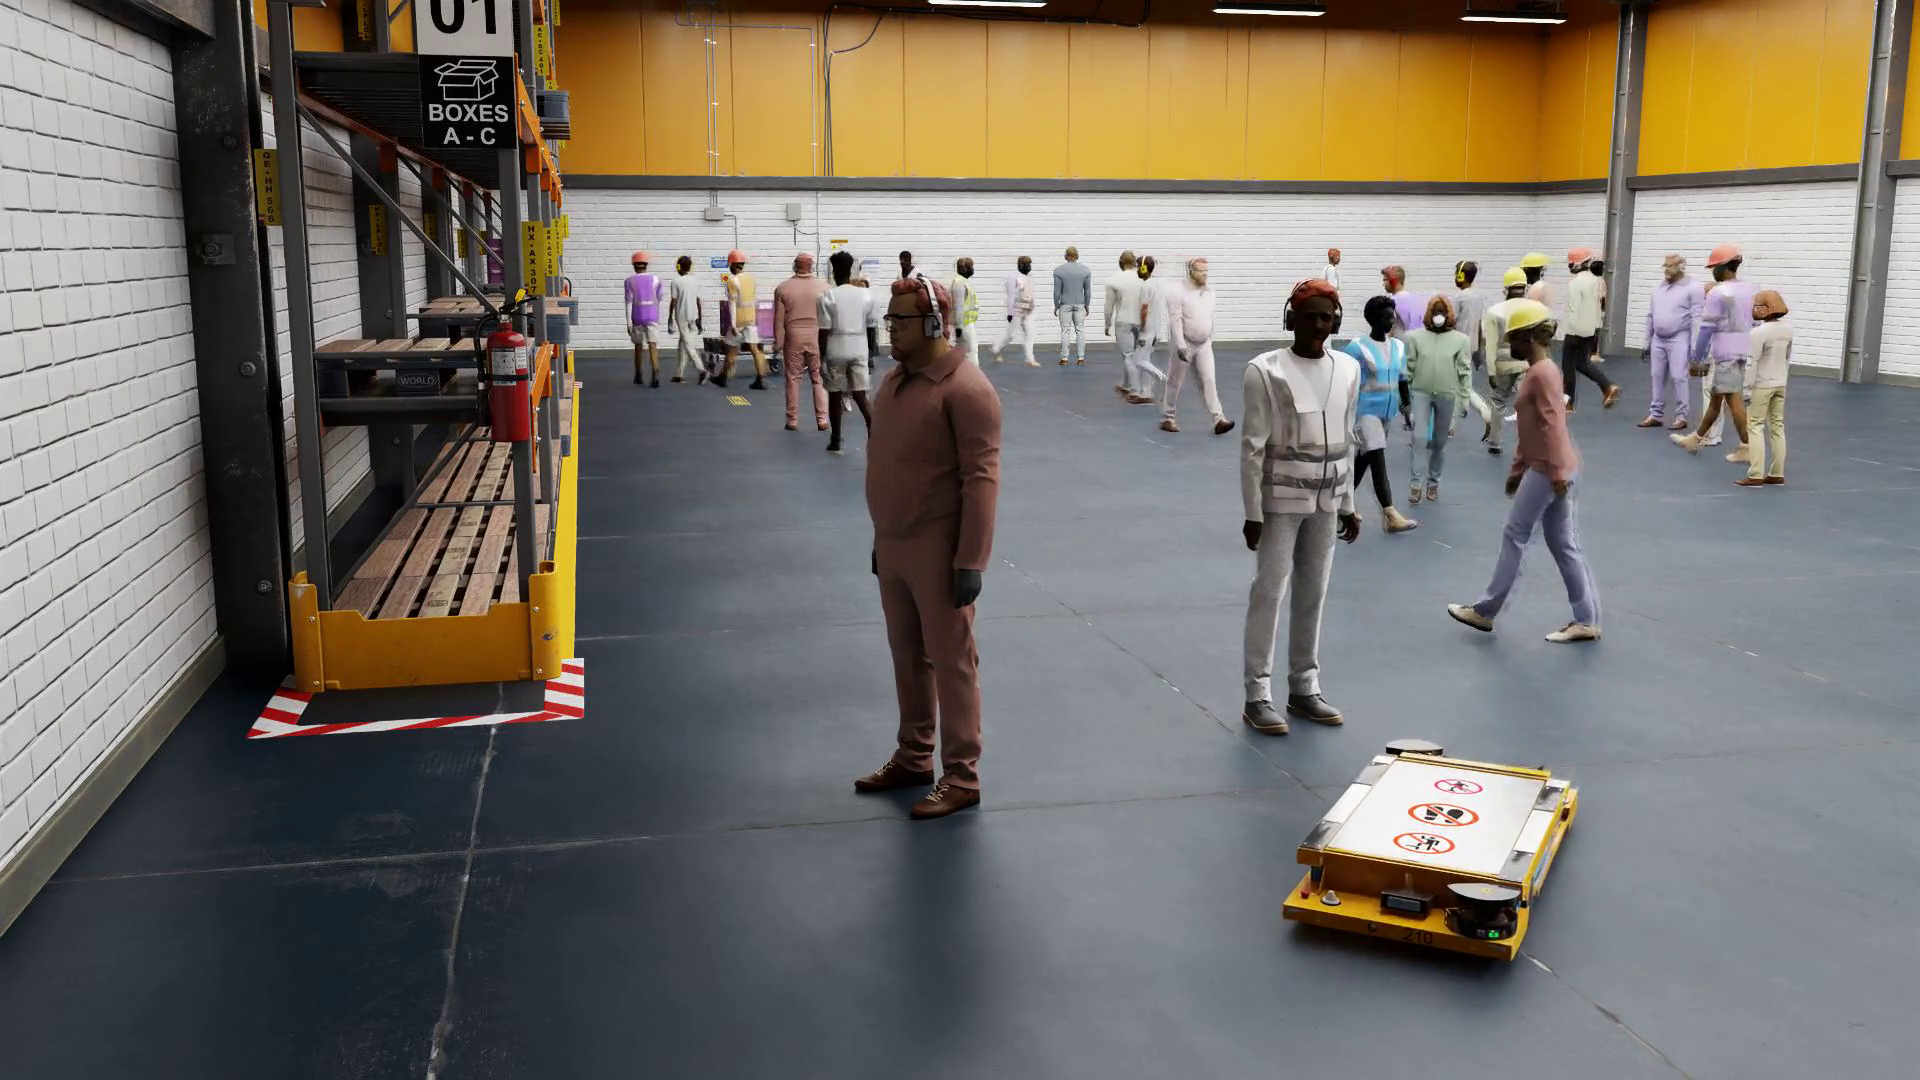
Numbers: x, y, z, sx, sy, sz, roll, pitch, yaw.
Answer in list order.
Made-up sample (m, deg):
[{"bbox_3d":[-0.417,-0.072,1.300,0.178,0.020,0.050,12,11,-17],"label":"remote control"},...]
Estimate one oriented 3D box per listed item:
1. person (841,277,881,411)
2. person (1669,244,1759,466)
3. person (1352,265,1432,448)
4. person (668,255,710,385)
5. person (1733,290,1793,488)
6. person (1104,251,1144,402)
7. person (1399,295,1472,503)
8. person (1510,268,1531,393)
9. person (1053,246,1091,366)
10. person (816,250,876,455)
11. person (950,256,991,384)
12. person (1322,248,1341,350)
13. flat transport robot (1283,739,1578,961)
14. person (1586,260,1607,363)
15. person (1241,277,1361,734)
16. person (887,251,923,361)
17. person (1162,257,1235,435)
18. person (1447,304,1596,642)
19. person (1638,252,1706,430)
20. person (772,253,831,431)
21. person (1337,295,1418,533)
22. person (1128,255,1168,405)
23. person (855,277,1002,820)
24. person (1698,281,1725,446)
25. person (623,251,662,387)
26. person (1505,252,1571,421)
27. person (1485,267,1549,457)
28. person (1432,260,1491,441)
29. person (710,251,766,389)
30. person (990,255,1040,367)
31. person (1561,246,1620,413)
[{"bbox_3d":[-1.208,-2.279,19.520,0.520,1.610,0.799,-9,13,-40],"label":"person"},{"bbox_3d":[6.953,-1.705,15.292,0.628,1.985,1.035,-6,12,-31],"label":"person"},{"bbox_3d":[4.286,-1.808,16.435,1.008,1.779,0.583,7,12,34],"label":"person"},{"bbox_3d":[-3.857,-3.105,23.562,0.942,1.838,0.532,8,13,39],"label":"person"},{"bbox_3d":[6.656,-1.241,13.745,0.506,1.628,0.277,-5,11,-26],"label":"person"},{"bbox_3d":[2.101,-2.704,21.098,0.624,1.890,0.970,-4,11,-21],"label":"person"},{"bbox_3d":[3.657,-1.069,12.810,0.530,1.598,0.784,3,11,15],"label":"person"},{"bbox_3d":[7.504,-2.803,21.994,0.318,1.769,0.522,-4,11,-20],"label":"person"},{"bbox_3d":[1.818,-3.802,27.059,0.631,1.939,0.372,-1,10,-7],"label":"person"},{"bbox_3d":[-1.041,-1.744,15.646,0.608,1.947,0.815,-4,11,-23],"label":"person"},{"bbox_3d":[-0.013,-3.025,23.109,0.827,1.816,0.628,0,10,0],"label":"person"},{"bbox_3d":[6.564,-4.213,29.477,0.354,1.886,0.572,0,10,0],"label":"person"},{"bbox_3d":[1.559,0.948,5.356,0.652,0.197,1.431,5,11,26],"label":"flat transport robot"},{"bbox_3d":[10.594,-3.812,27.780,0.319,1.697,0.533,-3,11,-17],"label":"person"},{"bbox_3d":[1.416,-0.140,6.919,0.577,1.881,0.349,-5,11,-26],"label":"person"},{"bbox_3d":[-0.848,-3.963,28.202,1.044,1.850,0.662,-8,13,-36],"label":"person"},{"bbox_3d":[2.472,-2.020,17.433,0.652,1.849,1.031,-5,11,-26],"label":"person"},{"bbox_3d":[2.918,-0.337,8.500,0.771,1.704,0.578,5,11,24],"label":"person"},{"bbox_3d":[7.710,-2.151,18.008,0.406,1.906,0.681,-6,12,-29],"label":"person"},{"bbox_3d":[-1.689,-2.103,17.842,0.704,1.908,0.470,-1,10,-7],"label":"person"},{"bbox_3d":[2.949,-0.894,11.734,0.549,1.646,0.865,-6,12,-32],"label":"person"},{"bbox_3d":[2.363,-2.571,20.477,0.531,1.848,0.542,4,11,20],"label":"person"},{"bbox_3d":[-0.139,0.027,5.930,0.407,1.906,0.655,-7,12,-34],"label":"person"},{"bbox_3d":[7.464,-1.745,16.493,0.308,1.636,0.524,8,13,36],"label":"person"},{"bbox_3d":[-4.414,-3.077,23.236,0.539,1.889,1.007,-3,11,-18],"label":"person"},{"bbox_3d":[6.446,-2.241,18.497,0.638,1.905,0.593,4,11,21],"label":"person"},{"bbox_3d":[5.133,-1.614,15.343,0.580,1.800,0.901,1,10,6],"label":"person"},{"bbox_3d":[5.181,-1.930,16.963,0.523,1.844,0.867,-10,14,-44],"label":"person"},{"bbox_3d":[-3.025,-3.009,22.812,0.985,1.885,0.568,9,13,39],"label":"person"},{"bbox_3d":[0.898,-3.701,26.890,0.843,1.812,0.643,9,14,41],"label":"person"},{"bbox_3d":[7.332,-2.452,19.485,0.704,1.971,0.615,10,14,44],"label":"person"}]
